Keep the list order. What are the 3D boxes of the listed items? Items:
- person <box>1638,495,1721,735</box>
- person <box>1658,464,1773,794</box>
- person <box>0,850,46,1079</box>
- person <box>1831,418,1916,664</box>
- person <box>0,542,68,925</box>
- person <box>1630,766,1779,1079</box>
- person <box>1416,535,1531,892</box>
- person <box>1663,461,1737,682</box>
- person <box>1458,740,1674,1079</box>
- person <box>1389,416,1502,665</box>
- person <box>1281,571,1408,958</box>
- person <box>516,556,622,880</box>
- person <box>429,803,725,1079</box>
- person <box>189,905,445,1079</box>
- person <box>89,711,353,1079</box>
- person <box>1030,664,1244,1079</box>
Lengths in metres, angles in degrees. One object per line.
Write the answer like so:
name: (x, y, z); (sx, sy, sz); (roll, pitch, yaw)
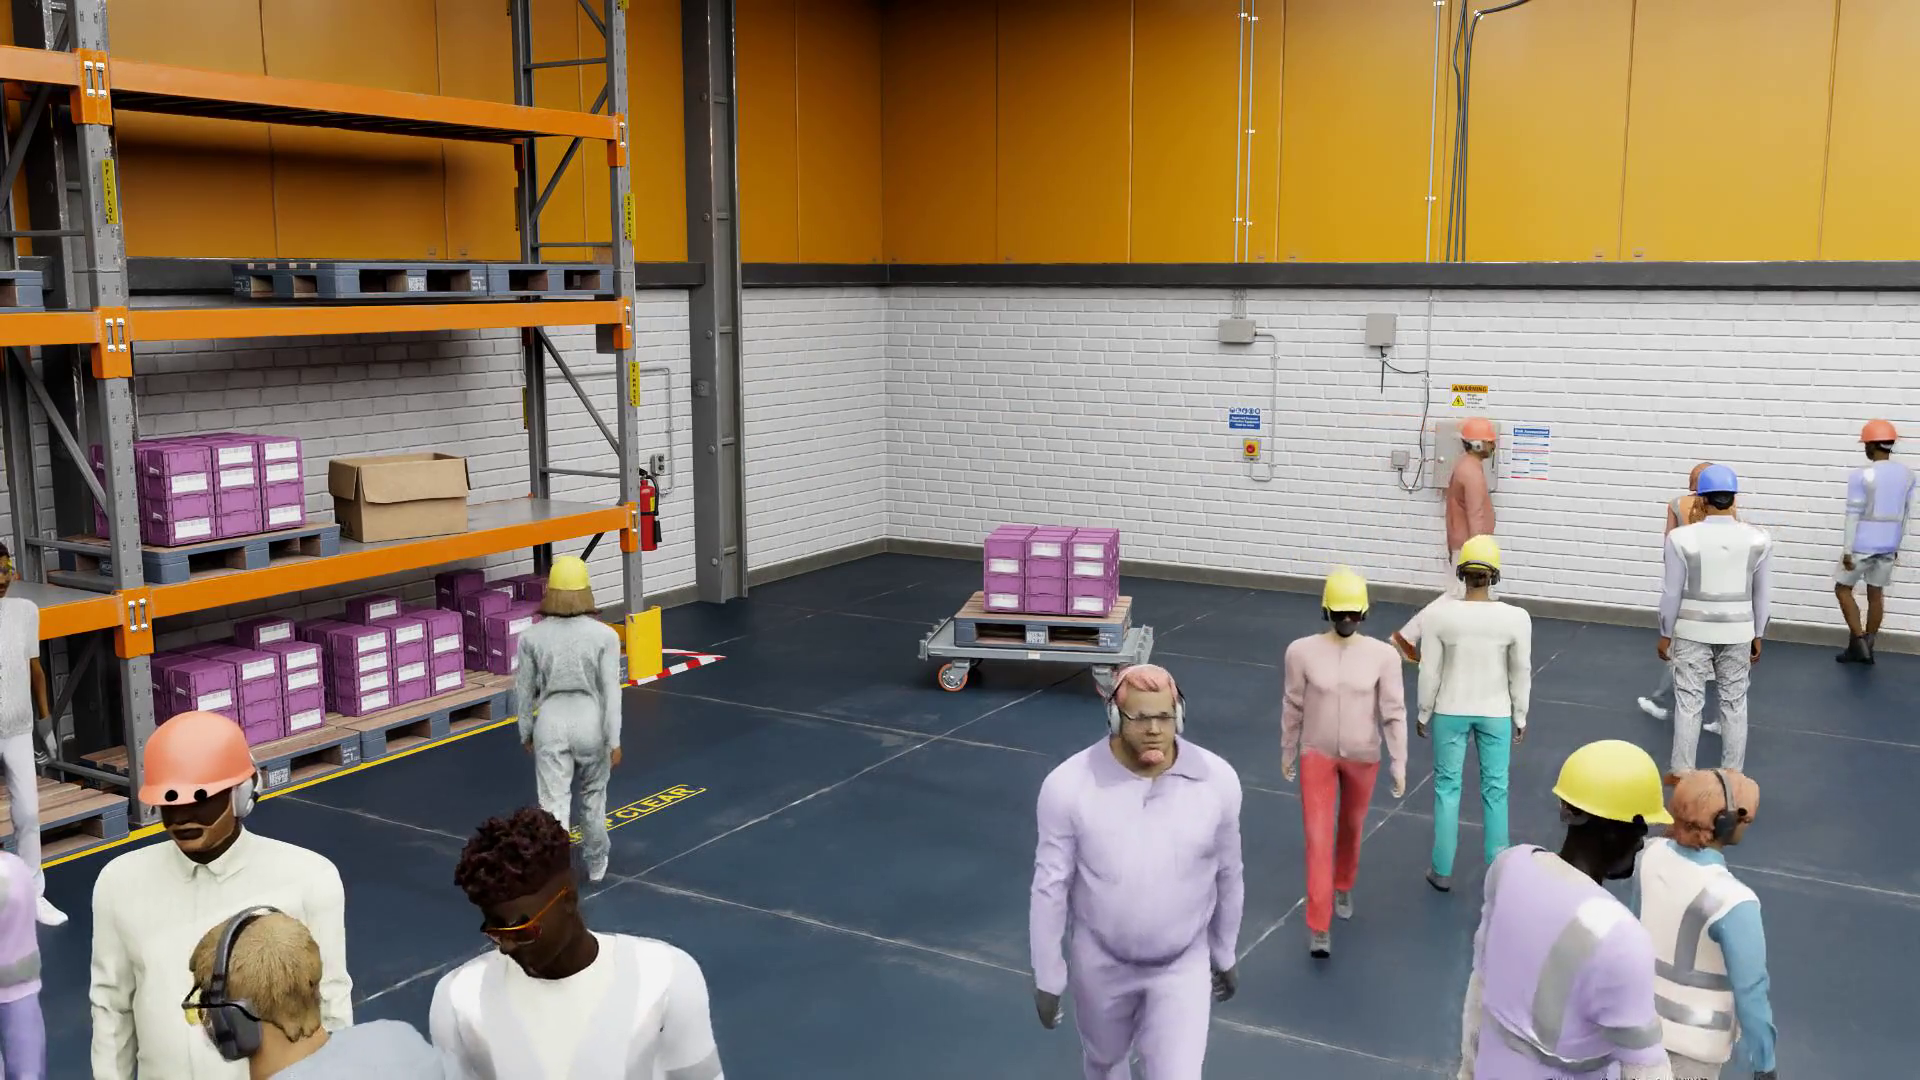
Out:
person: (4.934, 0.463, 11.103); (0.520, 1.597, 0.803); (-2, 9, -14)
person: (4.341, 0.533, 9.601); (0.601, 1.942, 0.394); (1, 9, 8)
person: (-2.536, 1.397, 4.017); (0.617, 2.017, 0.939); (-7, 11, -37)
person: (7.018, 0.025, 12.816); (0.554, 1.932, 0.430); (-1, 9, -6)
person: (-4.381, 0.899, 7.582); (0.322, 1.862, 0.512); (5, 11, 30)
person: (2.236, 1.454, 4.889); (0.775, 1.608, 0.539); (-1, 9, -7)
person: (2.510, 0.852, 8.159); (0.533, 1.767, 0.327); (2, 9, 12)
person: (5.501, 0.236, 12.394); (0.516, 1.640, 0.314); (9, 12, 43)
person: (1.611, 1.422, 4.214); (0.922, 1.879, 0.608); (-1, 9, -8)
person: (3.819, 0.030, 12.706); (0.962, 1.967, 0.620); (2, 9, 15)
person: (1.731, 0.985, 7.505); (0.543, 1.709, 0.974); (1, 9, 8)
person: (-1.867, 0.916, 7.970); (0.503, 1.691, 0.897); (-1, 9, -6)
person: (-0.811, 1.486, 3.687); (0.651, 1.931, 0.558); (0, 9, -1)
person: (-1.183, 1.591, 3.065); (0.430, 1.916, 0.645); (2, 9, 15)
person: (-1.808, 1.389, 4.098); (0.612, 1.995, 0.382); (-1, 9, -8)
person: (0.549, 1.296, 5.095); (0.671, 1.854, 1.012); (0, 9, 0)
